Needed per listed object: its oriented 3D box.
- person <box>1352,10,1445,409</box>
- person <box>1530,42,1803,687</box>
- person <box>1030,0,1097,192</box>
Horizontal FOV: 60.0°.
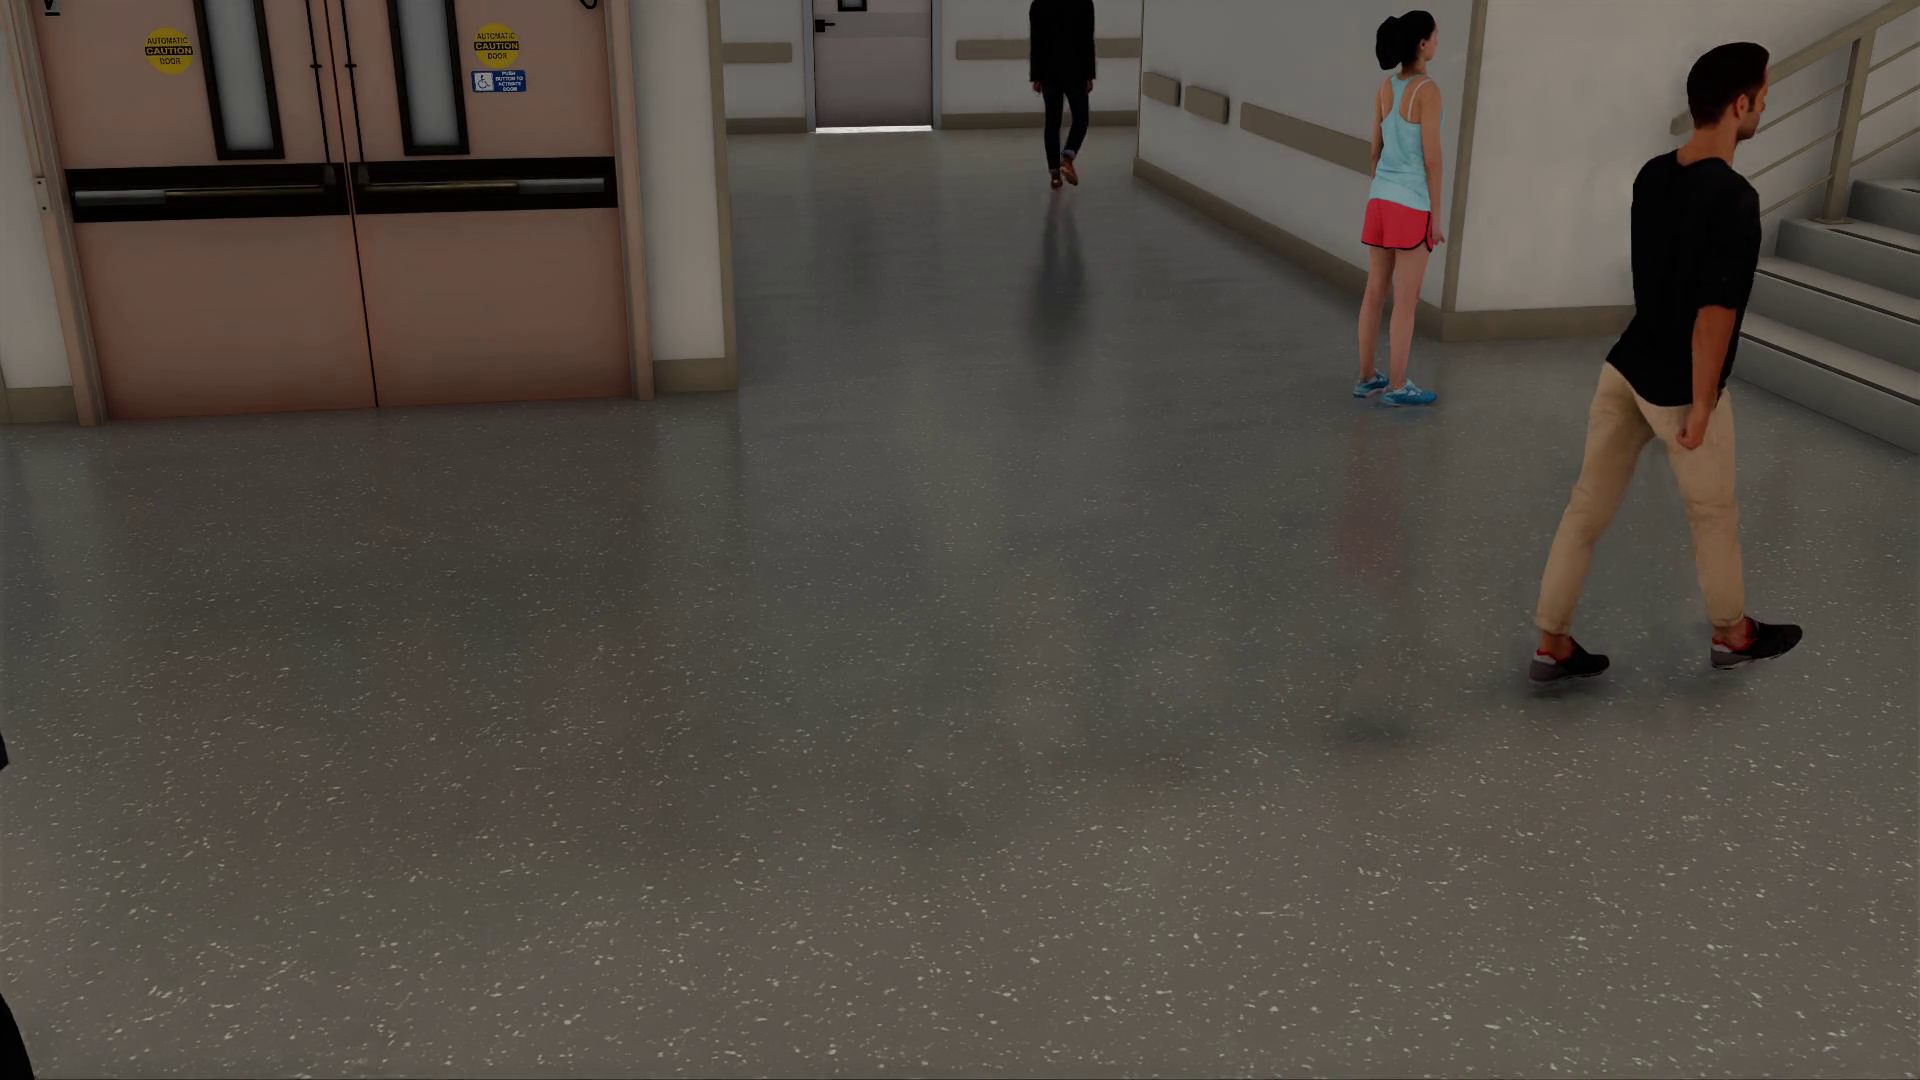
[{"bbox_3d":[2.020,-1.499,7.595,0.672,1.765,0.655,-10,23,-25],"label":"person"},{"bbox_3d":[1.892,-0.412,4.651,1.104,1.818,0.759,-7,22,-18],"label":"person"},{"bbox_3d":[0.821,-3.728,13.417,0.797,1.809,0.894,5,21,13],"label":"person"}]
